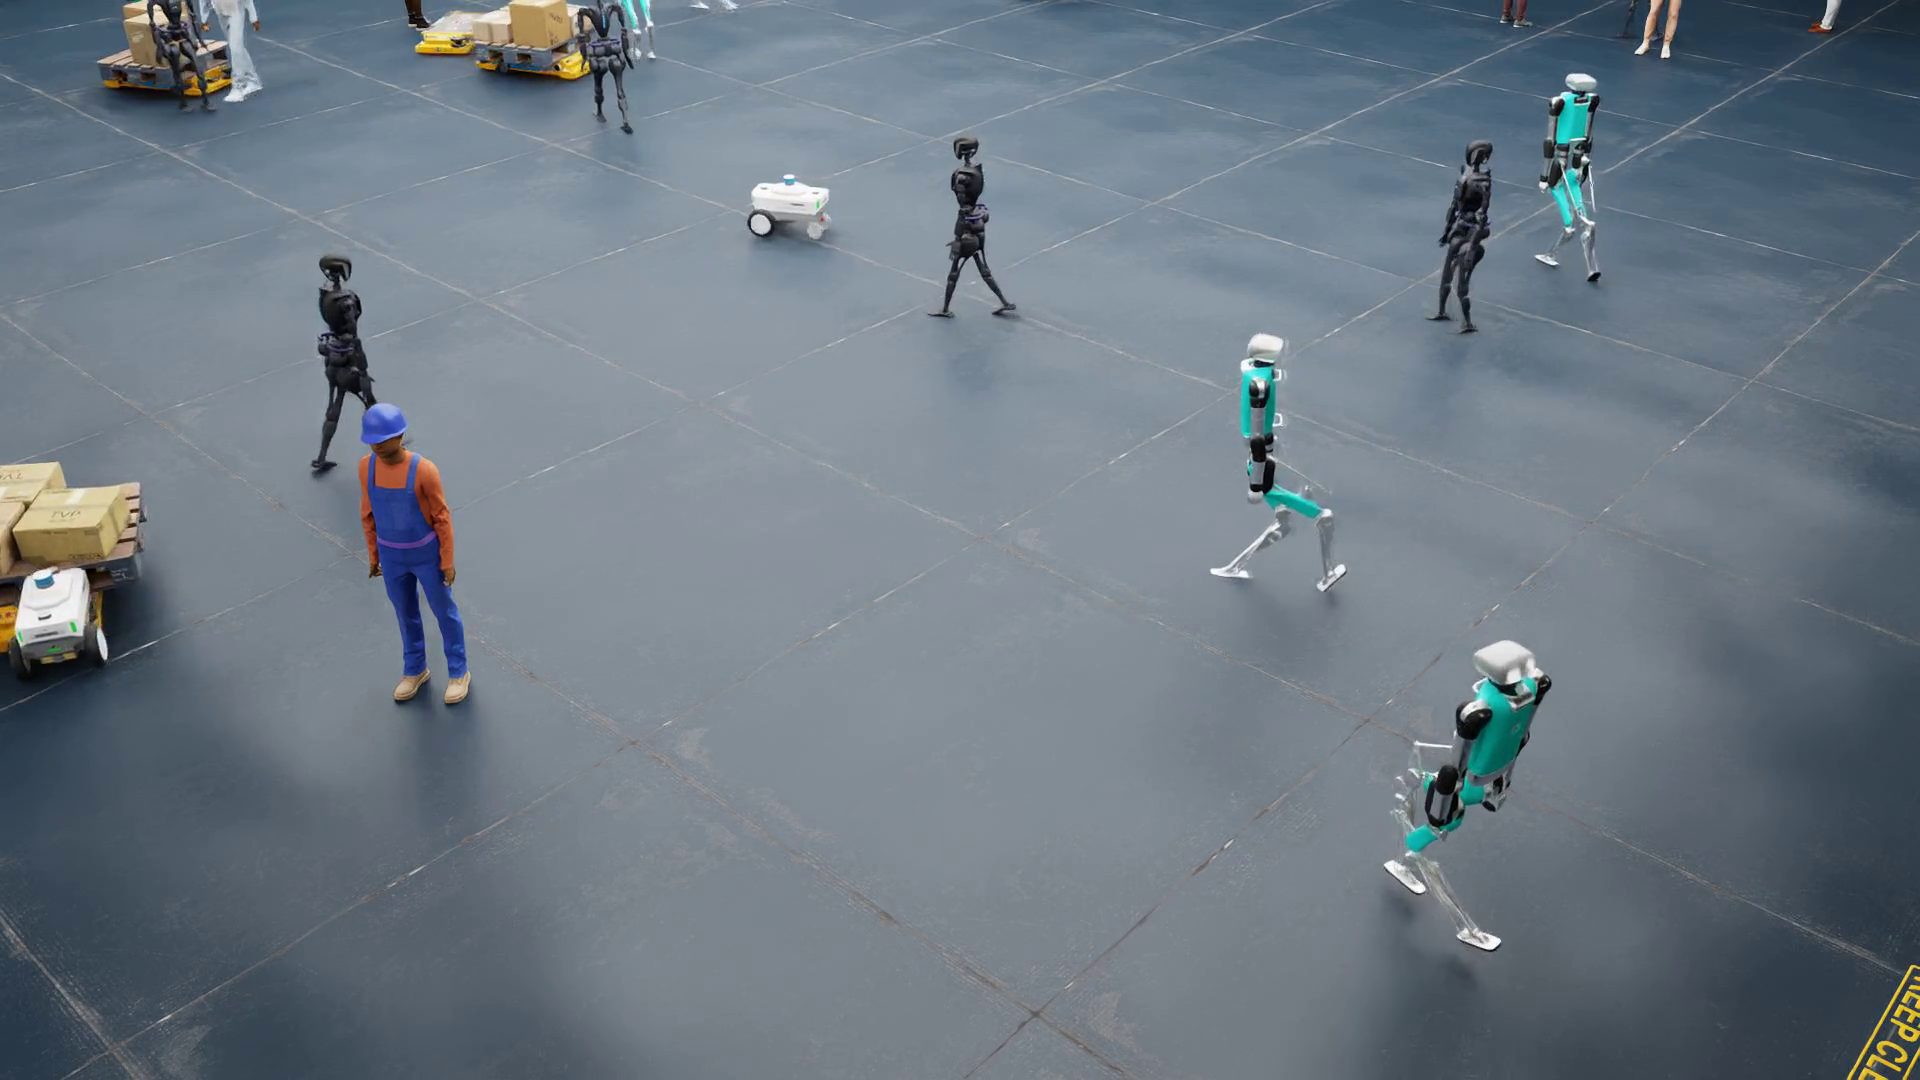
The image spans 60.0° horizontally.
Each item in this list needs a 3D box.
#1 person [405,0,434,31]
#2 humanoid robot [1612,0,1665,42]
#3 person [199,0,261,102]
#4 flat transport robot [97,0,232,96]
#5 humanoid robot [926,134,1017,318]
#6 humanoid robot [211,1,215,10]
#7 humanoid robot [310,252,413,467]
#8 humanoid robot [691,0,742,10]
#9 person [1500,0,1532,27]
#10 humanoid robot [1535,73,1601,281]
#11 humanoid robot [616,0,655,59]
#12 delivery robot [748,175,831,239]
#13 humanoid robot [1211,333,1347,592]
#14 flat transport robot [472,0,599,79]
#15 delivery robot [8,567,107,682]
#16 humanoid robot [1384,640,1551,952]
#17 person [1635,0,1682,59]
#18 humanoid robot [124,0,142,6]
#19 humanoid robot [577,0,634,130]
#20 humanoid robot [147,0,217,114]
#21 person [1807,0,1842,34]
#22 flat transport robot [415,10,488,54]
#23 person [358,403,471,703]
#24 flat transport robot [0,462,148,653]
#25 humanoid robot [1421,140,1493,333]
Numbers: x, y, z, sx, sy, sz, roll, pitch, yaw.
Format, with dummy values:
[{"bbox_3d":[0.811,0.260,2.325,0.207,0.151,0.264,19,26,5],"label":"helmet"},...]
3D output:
[{"bbox_3d":[-7.315,-7.789,22.090,0.368,1.966,0.603,-21,38,-30],"label":"person"},{"bbox_3d":[8.992,-7.341,21.677,0.617,1.648,0.617,0,32,0],"label":"humanoid robot"},{"bbox_3d":[-8.609,-6.080,19.410,0.615,1.883,0.863,10,33,15],"label":"person"},{"bbox_3d":[-9.602,-5.628,20.216,1.431,0.231,0.659,9,33,14],"label":"flat transport robot"},{"bbox_3d":[0.097,-2.654,14.139,0.779,1.628,0.590,6,32,10],"label":"humanoid robot"},{"bbox_3d":[-10.454,-8.222,23.057,0.542,1.856,0.660,-12,34,-19],"label":"humanoid robot"},{"bbox_3d":[-4.453,-1.294,11.969,0.784,1.633,0.591,-23,38,-32],"label":"humanoid robot"},{"bbox_3d":[-3.506,-8.063,22.735,0.970,1.736,0.546,10,33,15],"label":"humanoid robot"},{"bbox_3d":[7.603,-7.822,22.295,0.379,1.806,0.546,-16,35,-24],"label":"person"},{"bbox_3d":[5.603,-3.182,14.953,0.553,1.857,0.856,-14,35,-22],"label":"humanoid robot"},{"bbox_3d":[-4.038,-6.803,20.715,0.547,1.767,0.814,-12,34,-19],"label":"humanoid robot"},{"bbox_3d":[-1.638,-3.233,16.081,0.775,0.585,0.499,7,33,11],"label":"delivery robot"},{"bbox_3d":[2.169,-0.450,10.503,0.962,1.767,0.531,4,32,7],"label":"humanoid robot"},{"bbox_3d":[-5.261,-6.041,20.882,1.431,0.231,0.659,11,34,17],"label":"flat transport robot"},{"bbox_3d":[-5.515,0.452,10.142,0.499,0.580,0.757,-11,33,-17],"label":"delivery robot"},{"bbox_3d":[2.324,1.137,7.906,0.542,1.717,0.993,-20,37,-29],"label":"humanoid robot"},{"bbox_3d":[8.981,-7.048,20.981,0.511,1.875,0.365,17,36,25],"label":"person"},{"bbox_3d":[-10.079,-6.790,20.695,0.533,1.797,0.677,6,32,10],"label":"humanoid robot"},{"bbox_3d":[-3.969,-5.439,18.625,0.608,1.621,0.793,-16,35,-24],"label":"humanoid robot"},{"bbox_3d":[-8.924,-5.703,19.003,0.393,1.642,0.605,25,40,35],"label":"humanoid robot"},{"bbox_3d":[11.627,-7.646,21.990,0.365,1.830,0.503,19,37,28],"label":"person"},{"bbox_3d":[-6.613,-6.699,21.941,0.659,0.231,1.431,3,32,5],"label":"flat transport robot"},{"bbox_3d":[-3.124,0.079,9.473,0.515,1.910,0.363,4,32,6],"label":"person"},{"bbox_3d":[-5.910,0.234,10.777,0.659,0.231,1.431,-11,33,-17],"label":"flat transport robot"},{"bbox_3d":[4.239,-2.534,13.916,0.377,1.659,0.600,-6,32,-9],"label":"humanoid robot"}]
